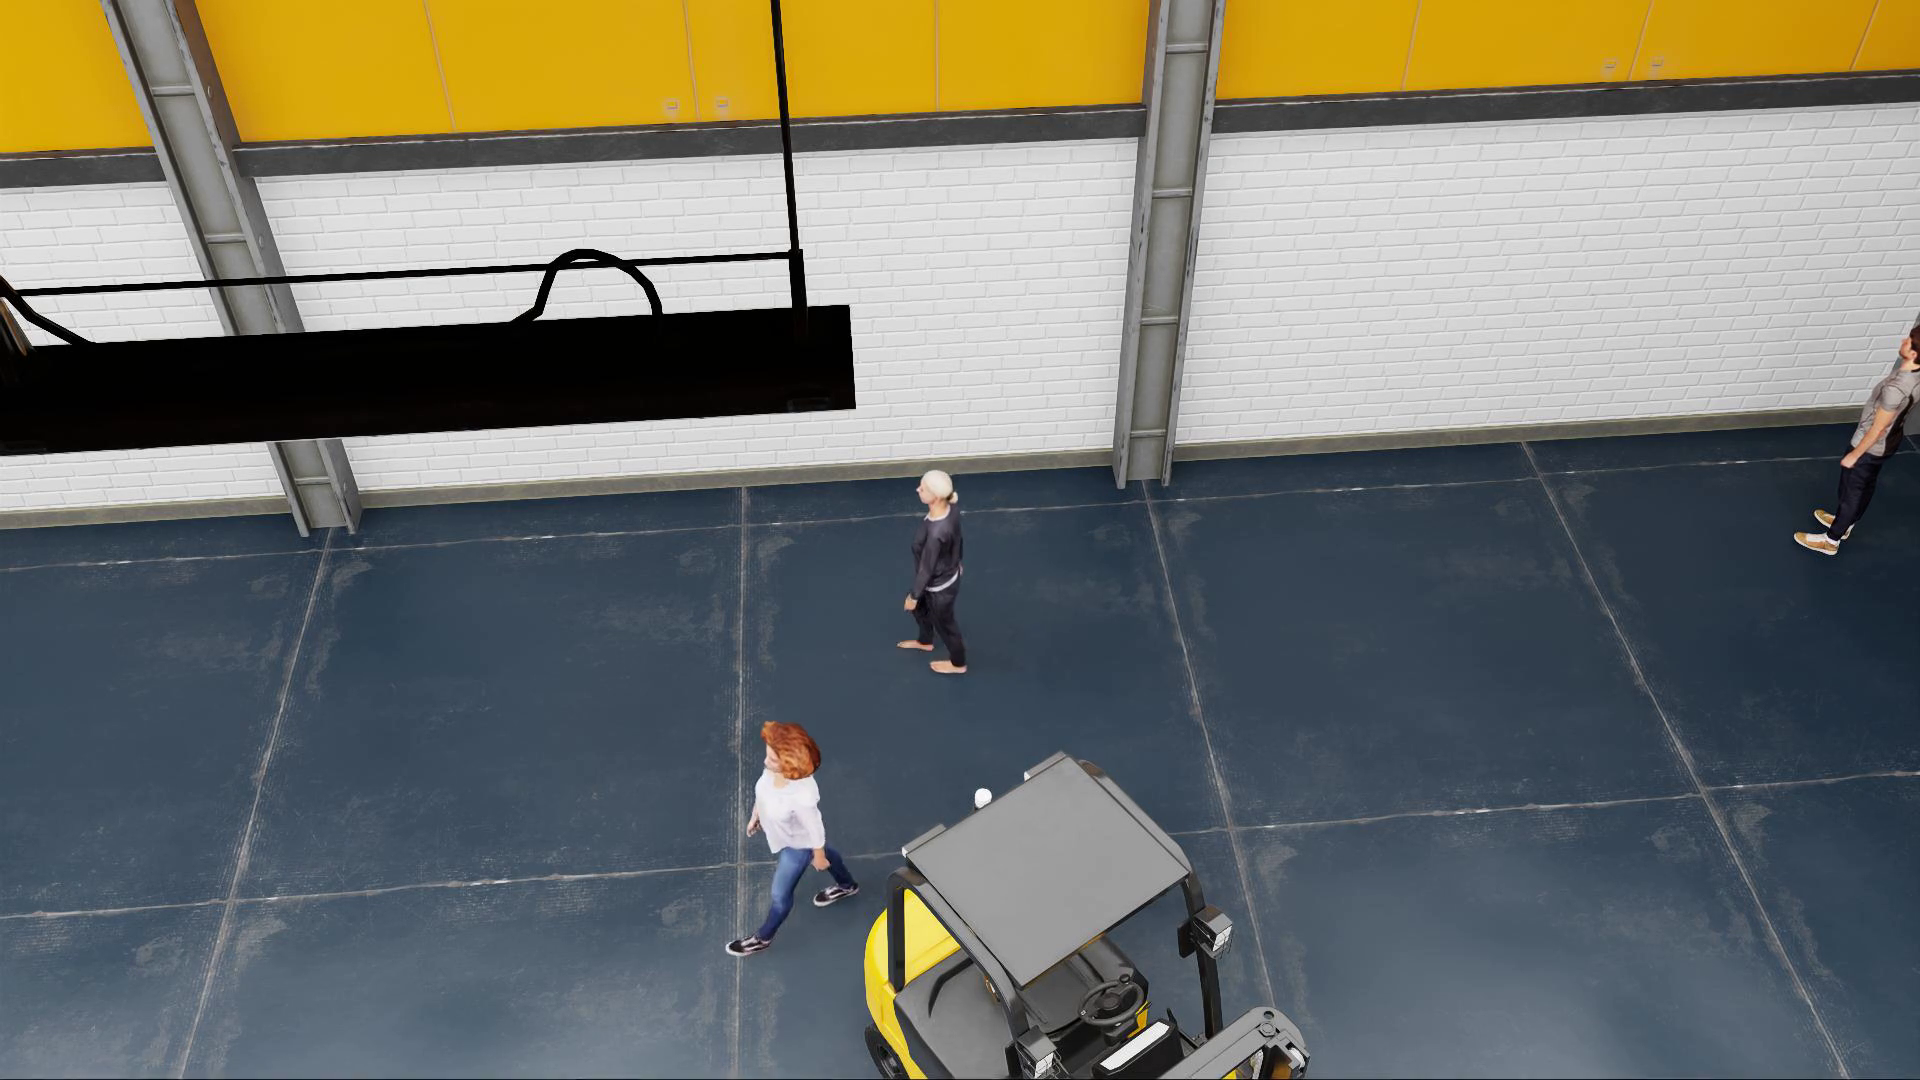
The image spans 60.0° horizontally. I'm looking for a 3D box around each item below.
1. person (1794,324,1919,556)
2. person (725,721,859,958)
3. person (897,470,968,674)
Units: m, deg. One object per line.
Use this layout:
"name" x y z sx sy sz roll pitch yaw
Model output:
"person" 6.285 -0.686 11.410 0.705 1.897 0.795 -32 52 -29
"person" -0.809 1.576 9.196 1.160 1.675 0.848 -16 46 -16
"person" -0.062 0.237 10.575 0.776 1.711 0.688 5 44 5
